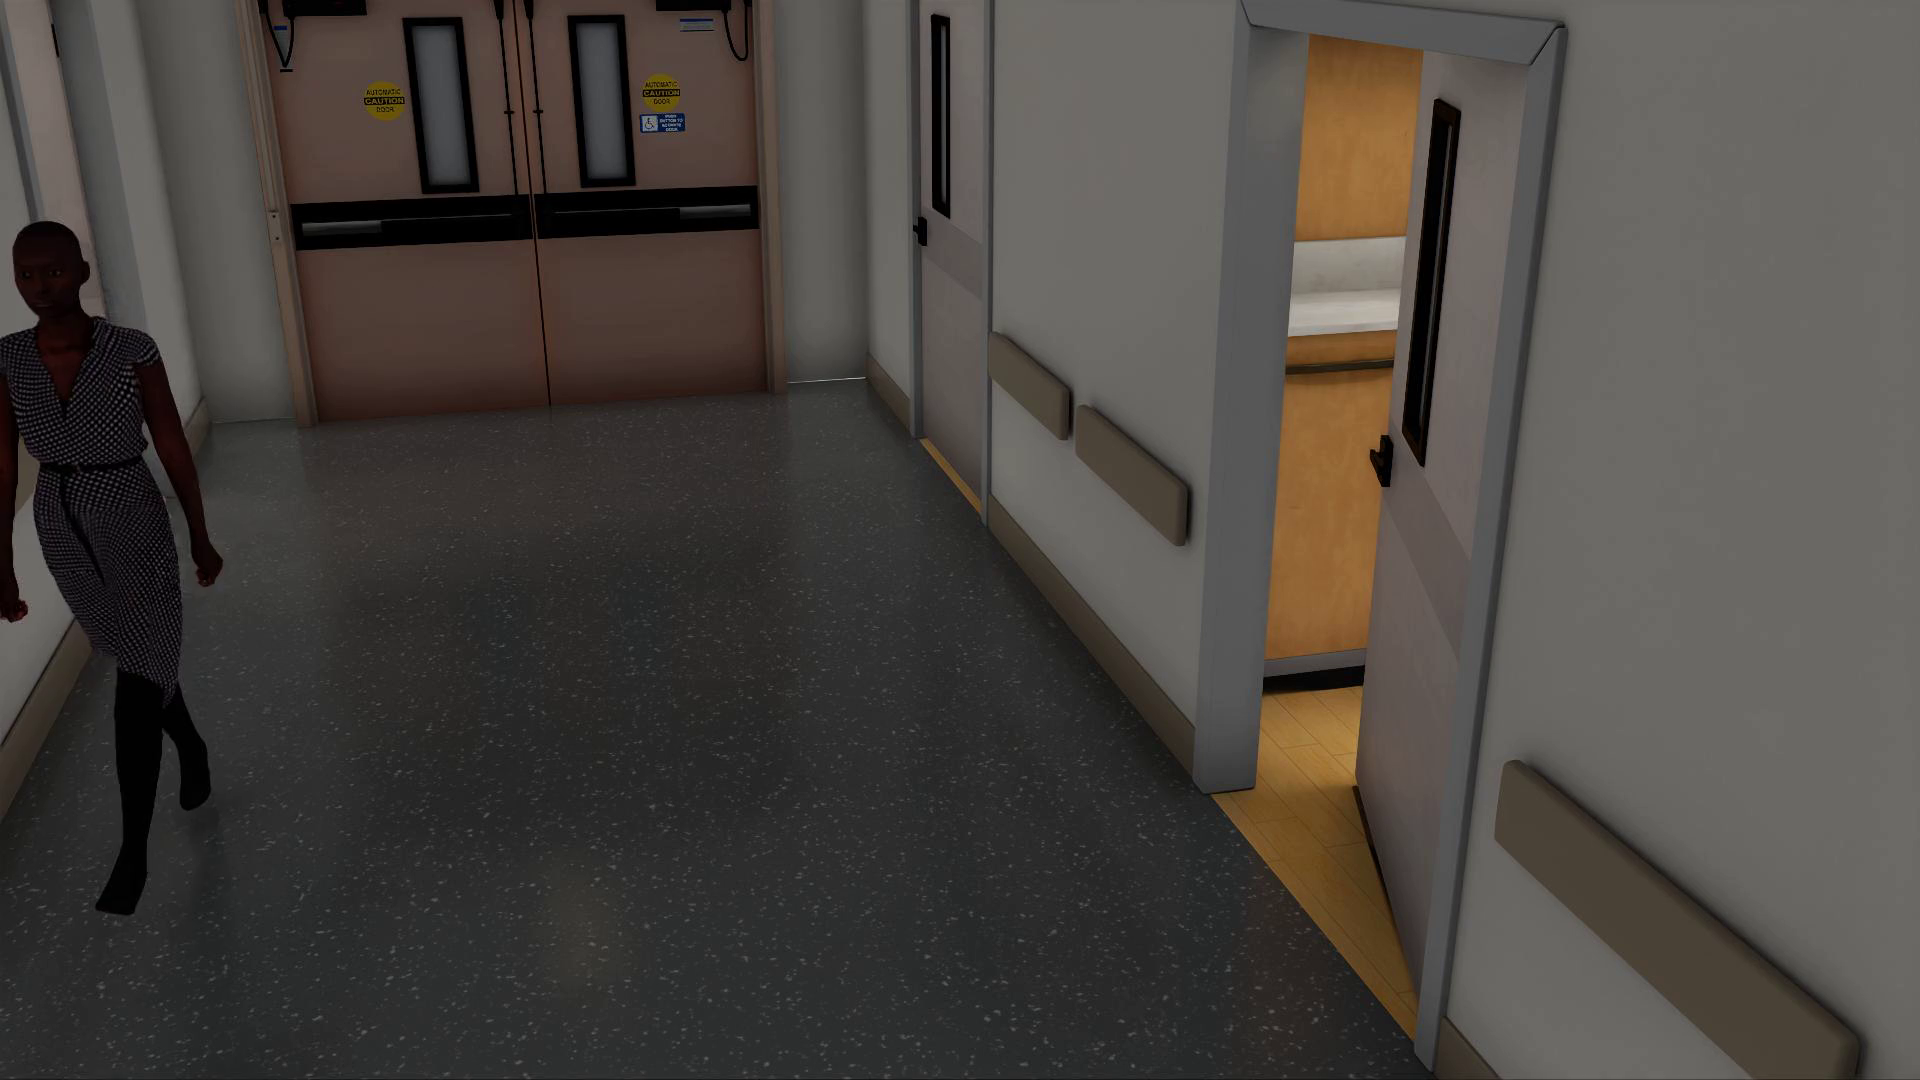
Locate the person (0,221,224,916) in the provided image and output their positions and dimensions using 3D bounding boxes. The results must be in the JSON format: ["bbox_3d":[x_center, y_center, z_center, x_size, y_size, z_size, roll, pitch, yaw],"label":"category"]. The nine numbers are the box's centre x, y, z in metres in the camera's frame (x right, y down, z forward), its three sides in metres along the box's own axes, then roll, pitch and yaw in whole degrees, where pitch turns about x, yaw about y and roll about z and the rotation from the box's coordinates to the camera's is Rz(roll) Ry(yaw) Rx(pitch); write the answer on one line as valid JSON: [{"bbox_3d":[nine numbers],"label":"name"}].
[{"bbox_3d":[-2.248,0.044,4.464,0.743,1.738,1.206,-3,21,-8],"label":"person"}]
